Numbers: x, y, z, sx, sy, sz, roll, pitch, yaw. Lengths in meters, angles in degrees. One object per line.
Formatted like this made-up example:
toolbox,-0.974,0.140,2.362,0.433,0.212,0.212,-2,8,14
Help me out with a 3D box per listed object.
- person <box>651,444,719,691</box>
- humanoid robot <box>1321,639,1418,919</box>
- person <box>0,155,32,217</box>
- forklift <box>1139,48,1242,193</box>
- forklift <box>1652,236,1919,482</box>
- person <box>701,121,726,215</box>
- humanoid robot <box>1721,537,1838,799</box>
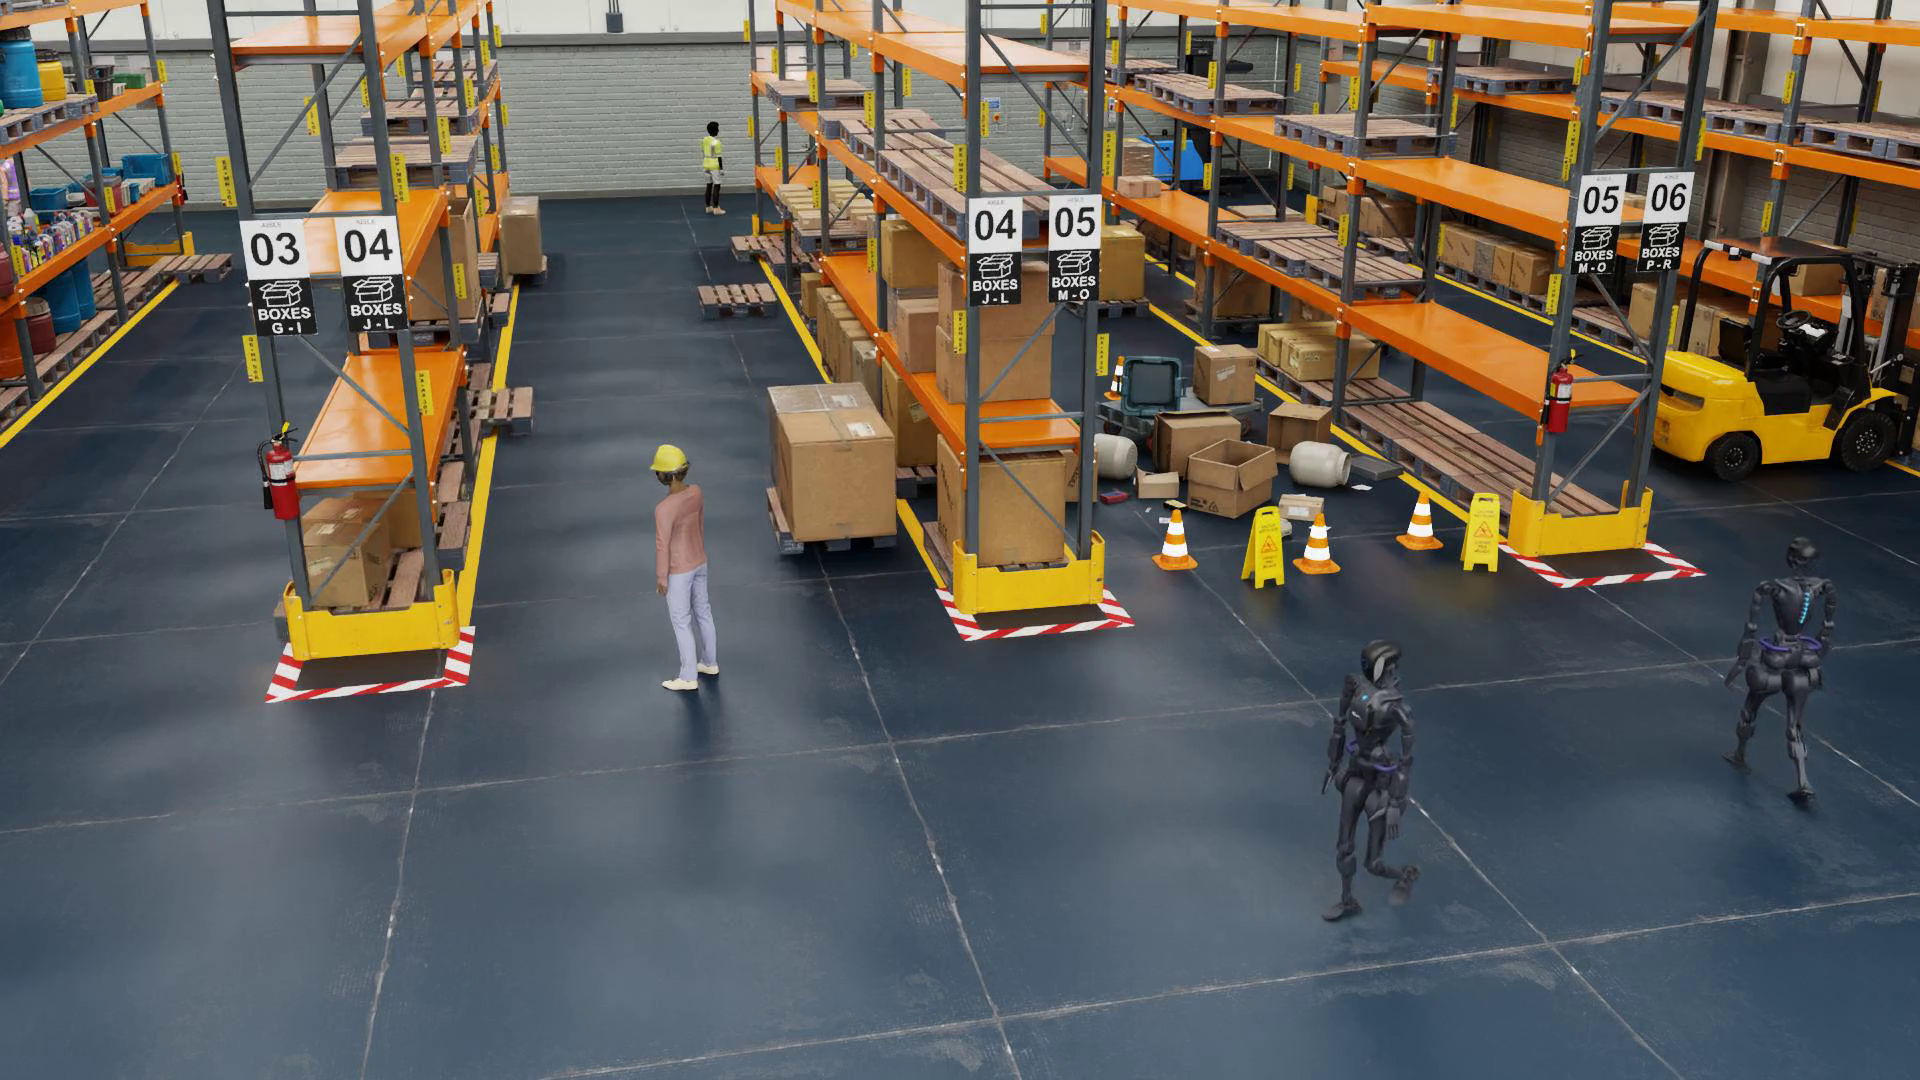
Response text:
person,-1.949,0.185,11.570,0.341,1.758,0.519,9,22,23
humanoid robot,2.217,1.251,8.813,0.495,1.636,0.583,-12,23,-29
person,-15.367,-5.564,27.151,0.350,1.688,0.489,11,23,26
forklift,4.566,-8.313,32.860,1.873,2.768,1.129,-4,21,-12
forklift,8.013,-1.814,16.330,2.313,2.155,1.214,-4,21,-12
person,-4.533,-6.831,30.559,0.537,1.687,0.319,18,27,40
humanoid robot,5.054,0.769,10.168,0.584,1.640,0.741,-1,20,-3
